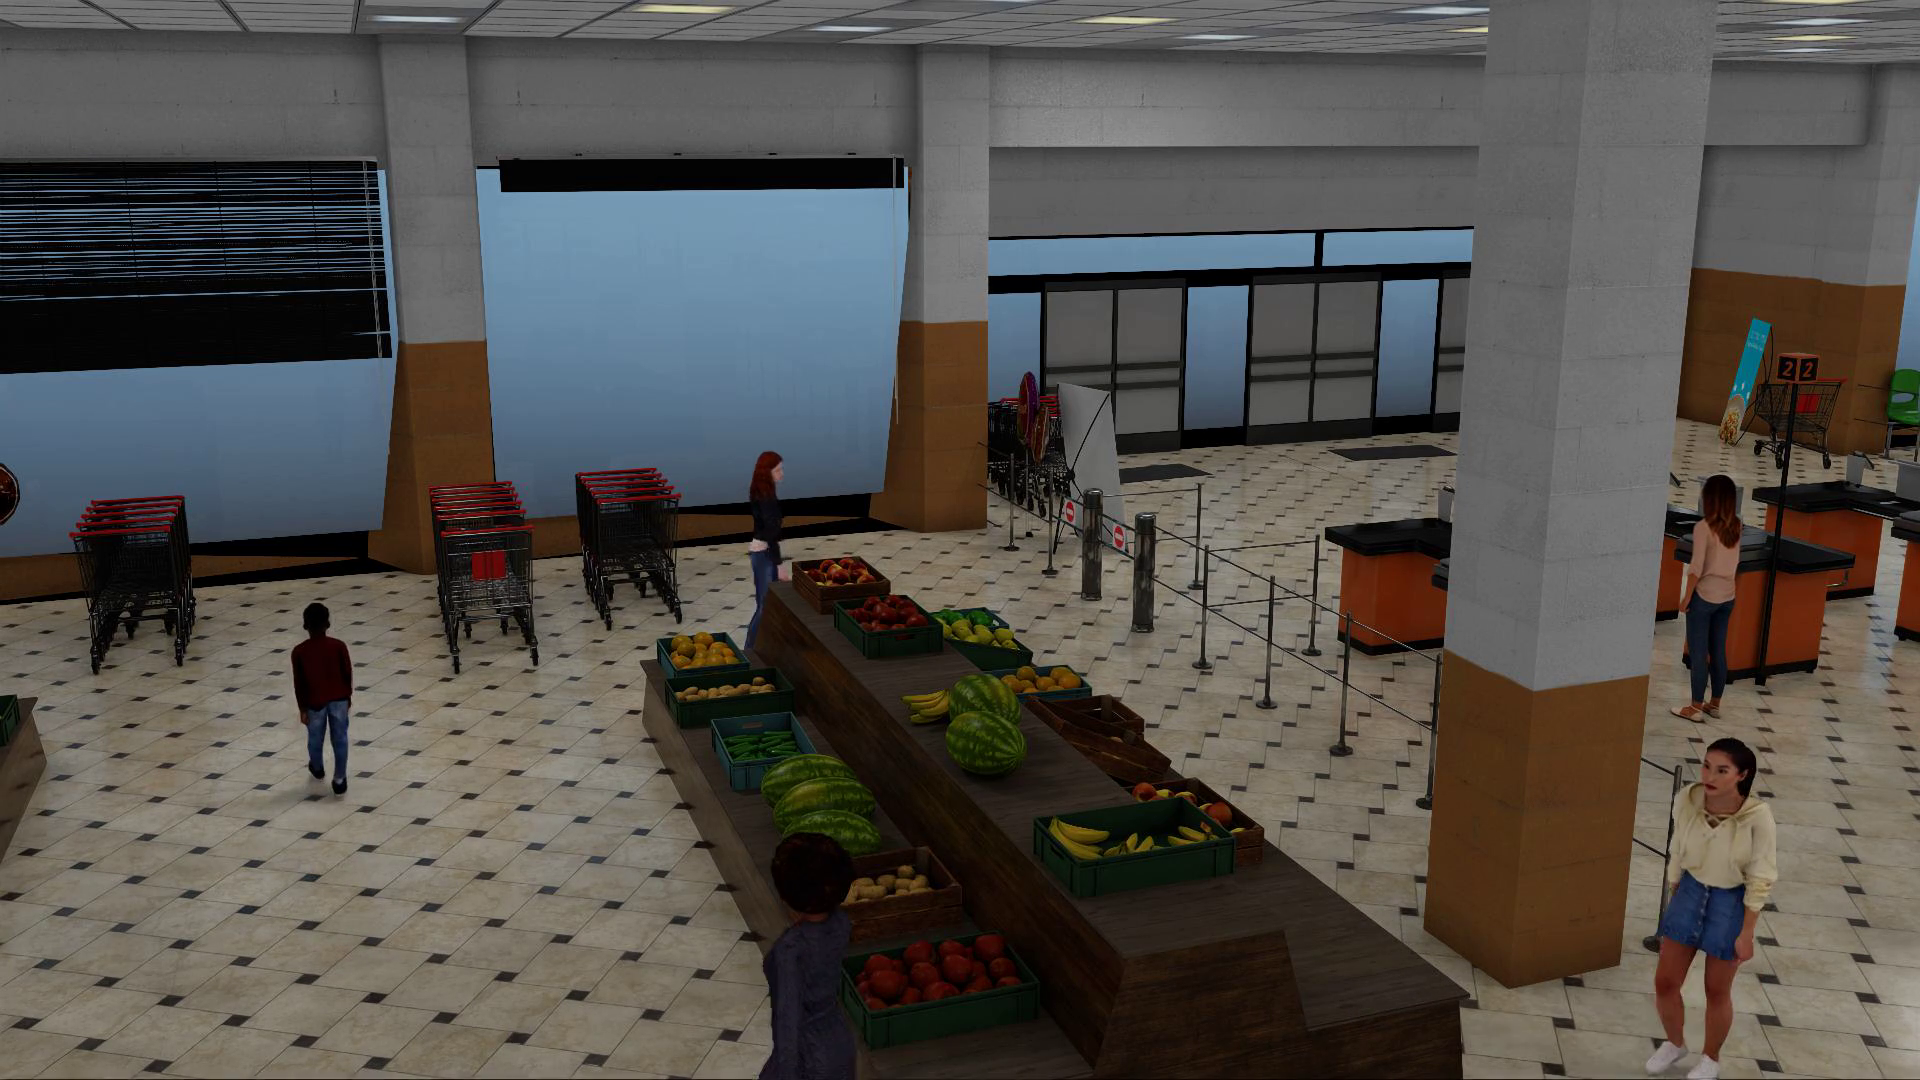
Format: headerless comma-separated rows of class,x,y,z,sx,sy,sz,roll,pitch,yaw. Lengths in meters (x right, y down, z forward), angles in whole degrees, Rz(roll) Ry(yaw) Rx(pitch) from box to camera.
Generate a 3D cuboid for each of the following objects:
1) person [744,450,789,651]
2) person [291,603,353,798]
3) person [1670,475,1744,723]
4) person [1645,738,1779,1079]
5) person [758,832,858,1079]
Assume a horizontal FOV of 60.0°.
person,-1.487,0.173,12.919,1.042,1.774,0.751,-4,14,-16
person,-4.007,1.030,10.521,0.529,1.238,0.785,-6,15,-22
person,5.370,0.414,11.885,0.582,1.792,0.508,-5,15,-20
person,3.346,1.618,7.292,0.797,1.618,0.678,-12,18,-41
person,-0.455,1.909,5.950,1.031,1.684,0.926,8,16,29
